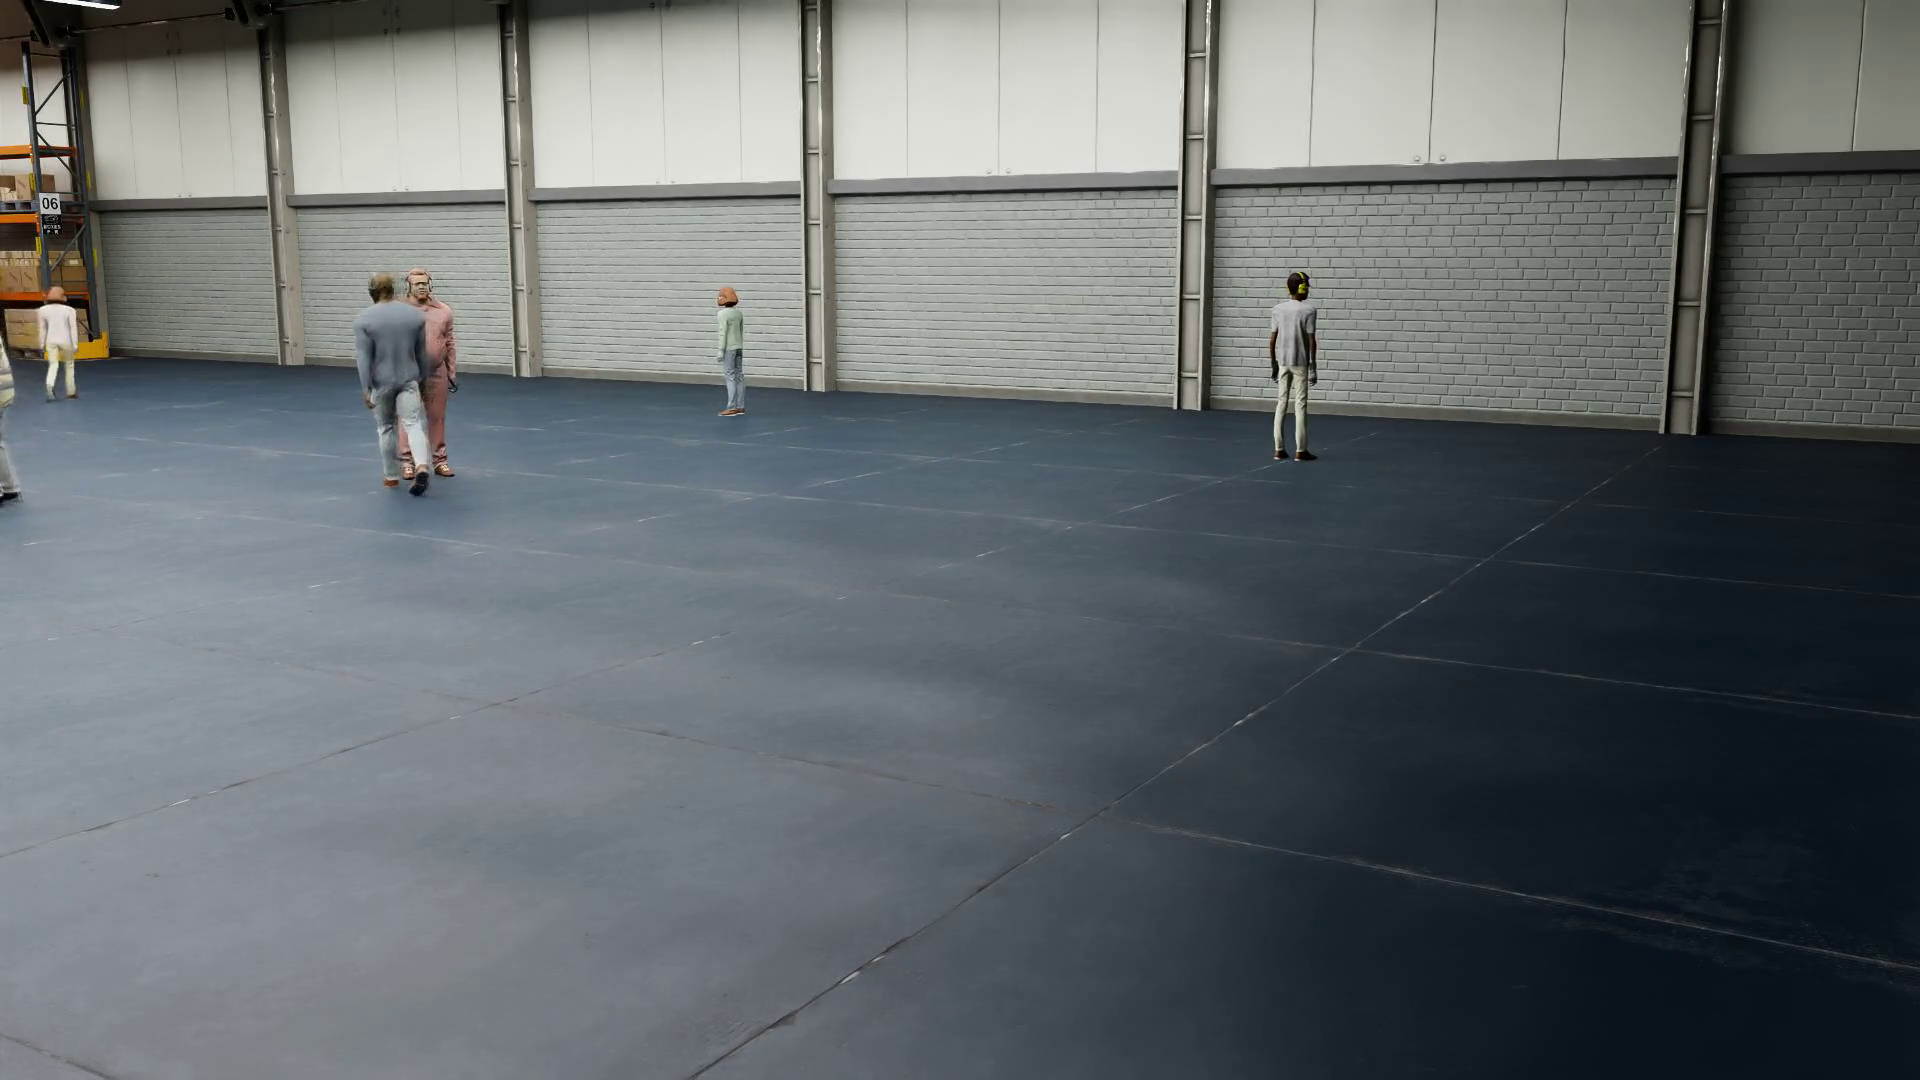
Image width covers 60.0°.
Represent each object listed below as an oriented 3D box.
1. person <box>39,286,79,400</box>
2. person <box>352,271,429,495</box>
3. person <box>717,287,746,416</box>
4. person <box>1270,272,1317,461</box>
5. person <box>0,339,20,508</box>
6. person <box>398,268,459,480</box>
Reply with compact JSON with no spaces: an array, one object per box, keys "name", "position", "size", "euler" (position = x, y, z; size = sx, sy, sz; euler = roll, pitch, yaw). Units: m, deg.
[{"name":"person","position":[-12.639,-2.753,23.315],"size":[0.508,1.607,0.695],"euler":[-2,10,-10]},{"name":"person","position":[-4.791,-1.330,14.136],"size":[0.644,1.907,0.939],"euler":[-7,12,-35]},{"name":"person","position":[-2.921,-2.392,21.133],"size":[0.286,1.633,0.500],"euler":[5,11,26]},{"name":"person","position":[3.314,-1.717,16.508],"size":[0.512,1.866,0.330],"euler":[8,12,39]},{"name":"person","position":[-7.806,-1.126,13.303],"size":[0.417,1.782,0.620],"euler":[-5,11,-26]},{"name":"person","position":[-4.894,-1.510,15.170],"size":[0.639,1.910,0.407],"euler":[-6,12,-33]}]
